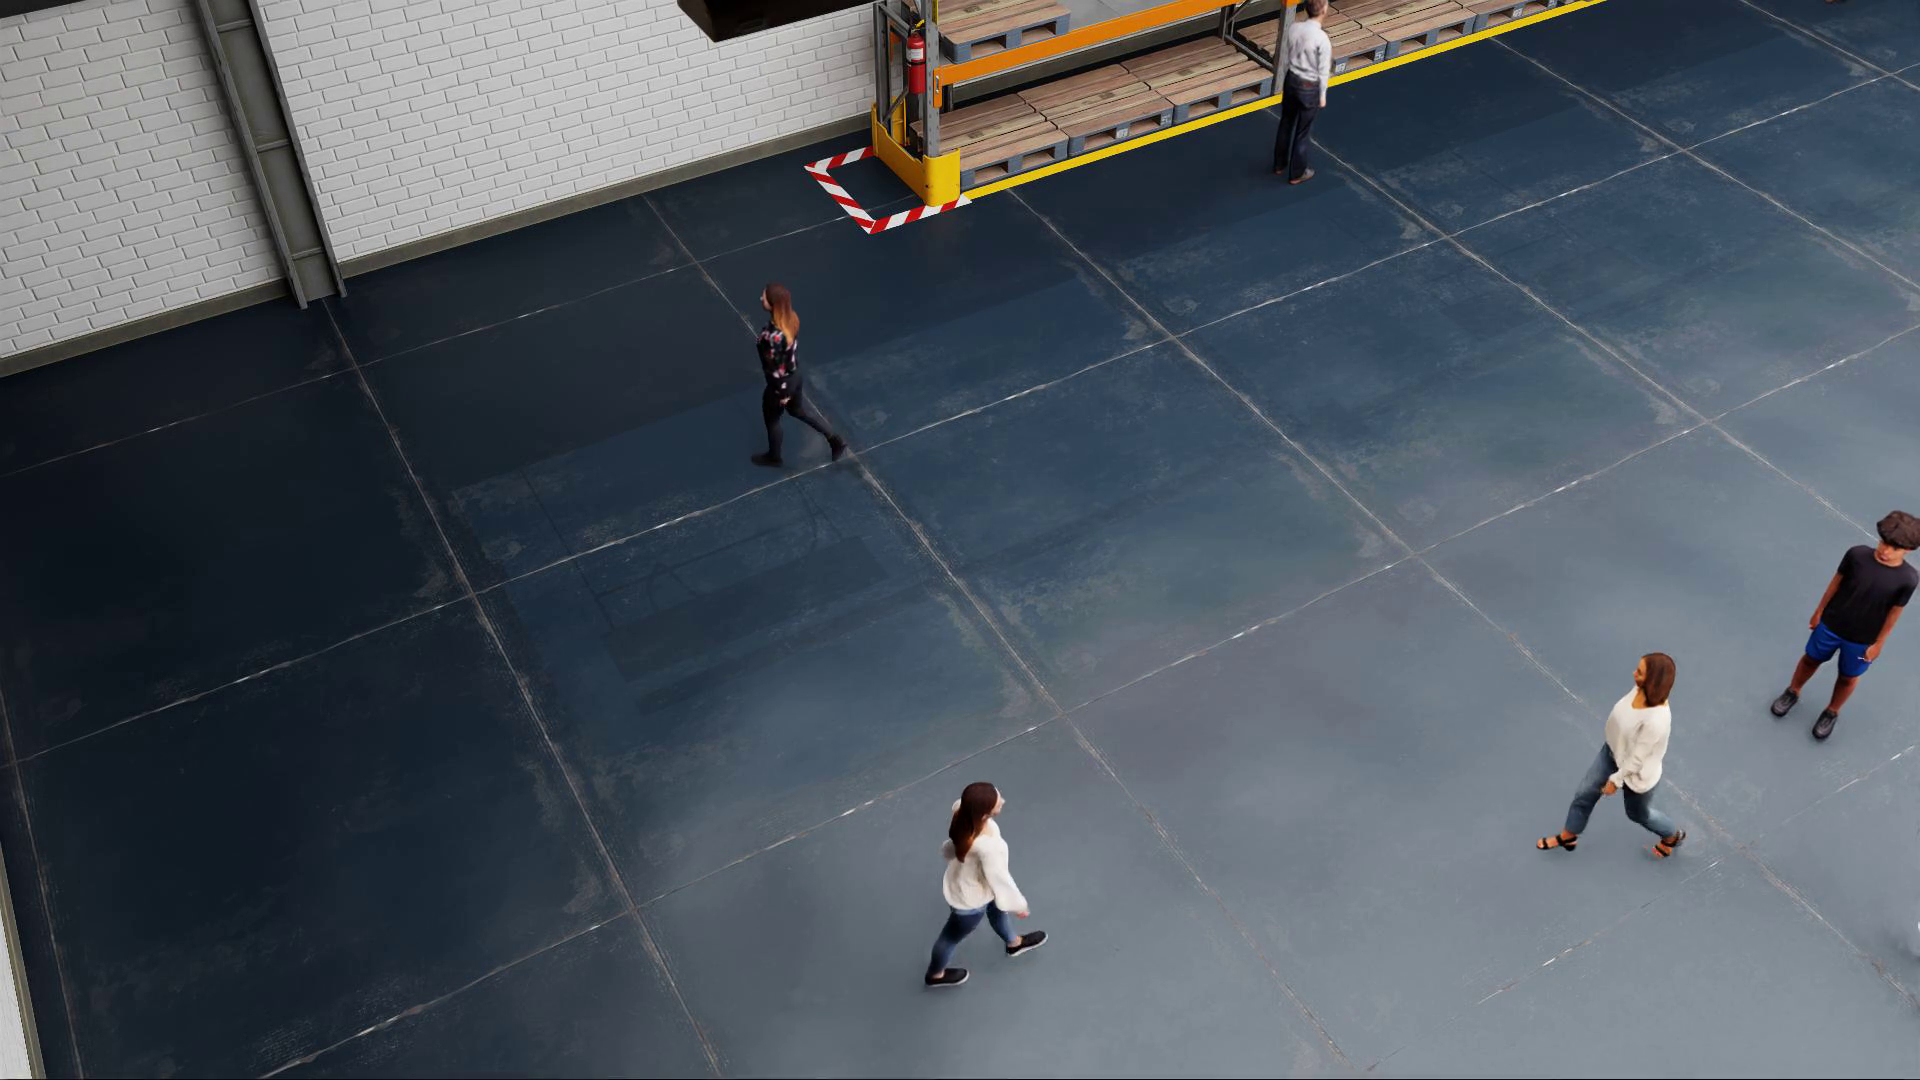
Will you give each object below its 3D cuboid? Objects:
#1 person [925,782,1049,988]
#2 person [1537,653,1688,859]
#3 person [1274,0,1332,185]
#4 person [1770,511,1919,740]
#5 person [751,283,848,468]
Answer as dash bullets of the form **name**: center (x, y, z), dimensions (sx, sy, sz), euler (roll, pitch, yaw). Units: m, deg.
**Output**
- **person**: center (-0.023, 1.895, 8.878), dimensions (1.048, 1.657, 0.818), euler (-8, 44, -8)
- **person**: center (3.918, 1.300, 9.512), dimensions (1.151, 1.643, 0.959), euler (0, 44, 0)
- **person**: center (3.108, -4.092, 15.044), dimensions (0.630, 1.821, 0.681), euler (-30, 51, -28)
- **person**: center (5.509, 0.503, 10.242), dimensions (0.630, 1.791, 0.641), euler (-34, 53, -30)
- **person**: center (-1.202, -1.161, 12.081), dimensions (1.028, 1.663, 0.962), euler (9, 44, 9)
